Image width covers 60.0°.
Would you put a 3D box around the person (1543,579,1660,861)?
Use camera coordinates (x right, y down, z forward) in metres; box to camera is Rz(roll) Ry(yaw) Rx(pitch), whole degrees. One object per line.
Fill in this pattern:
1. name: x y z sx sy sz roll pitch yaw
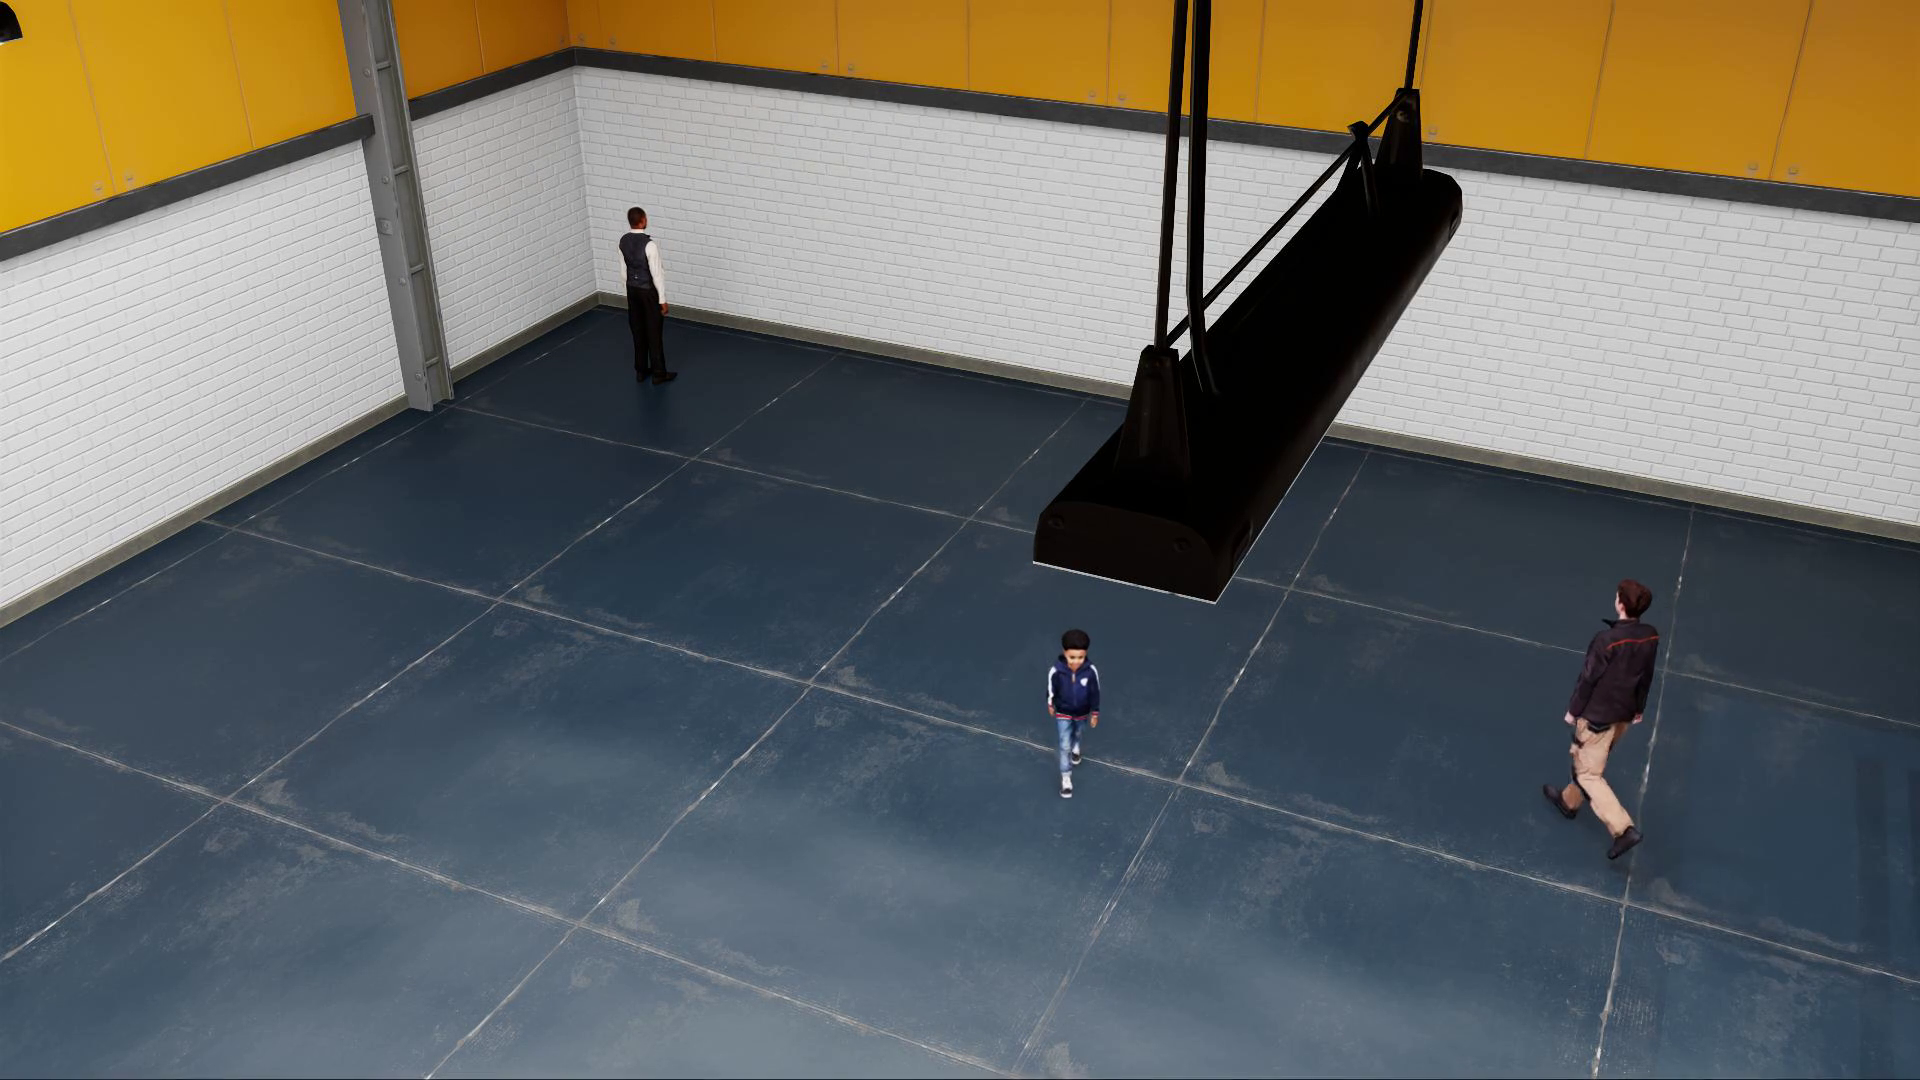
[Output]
1. person: 4.219 1.172 10.763 1.195 1.903 1.192 -13 31 -22

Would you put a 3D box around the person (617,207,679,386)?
1. person: -3.356 -2.598 17.659 0.678 1.919 0.563 13 31 23

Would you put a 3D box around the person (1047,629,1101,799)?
1. person: 0.791 1.127 11.584 0.735 1.197 0.924 0 29 0
